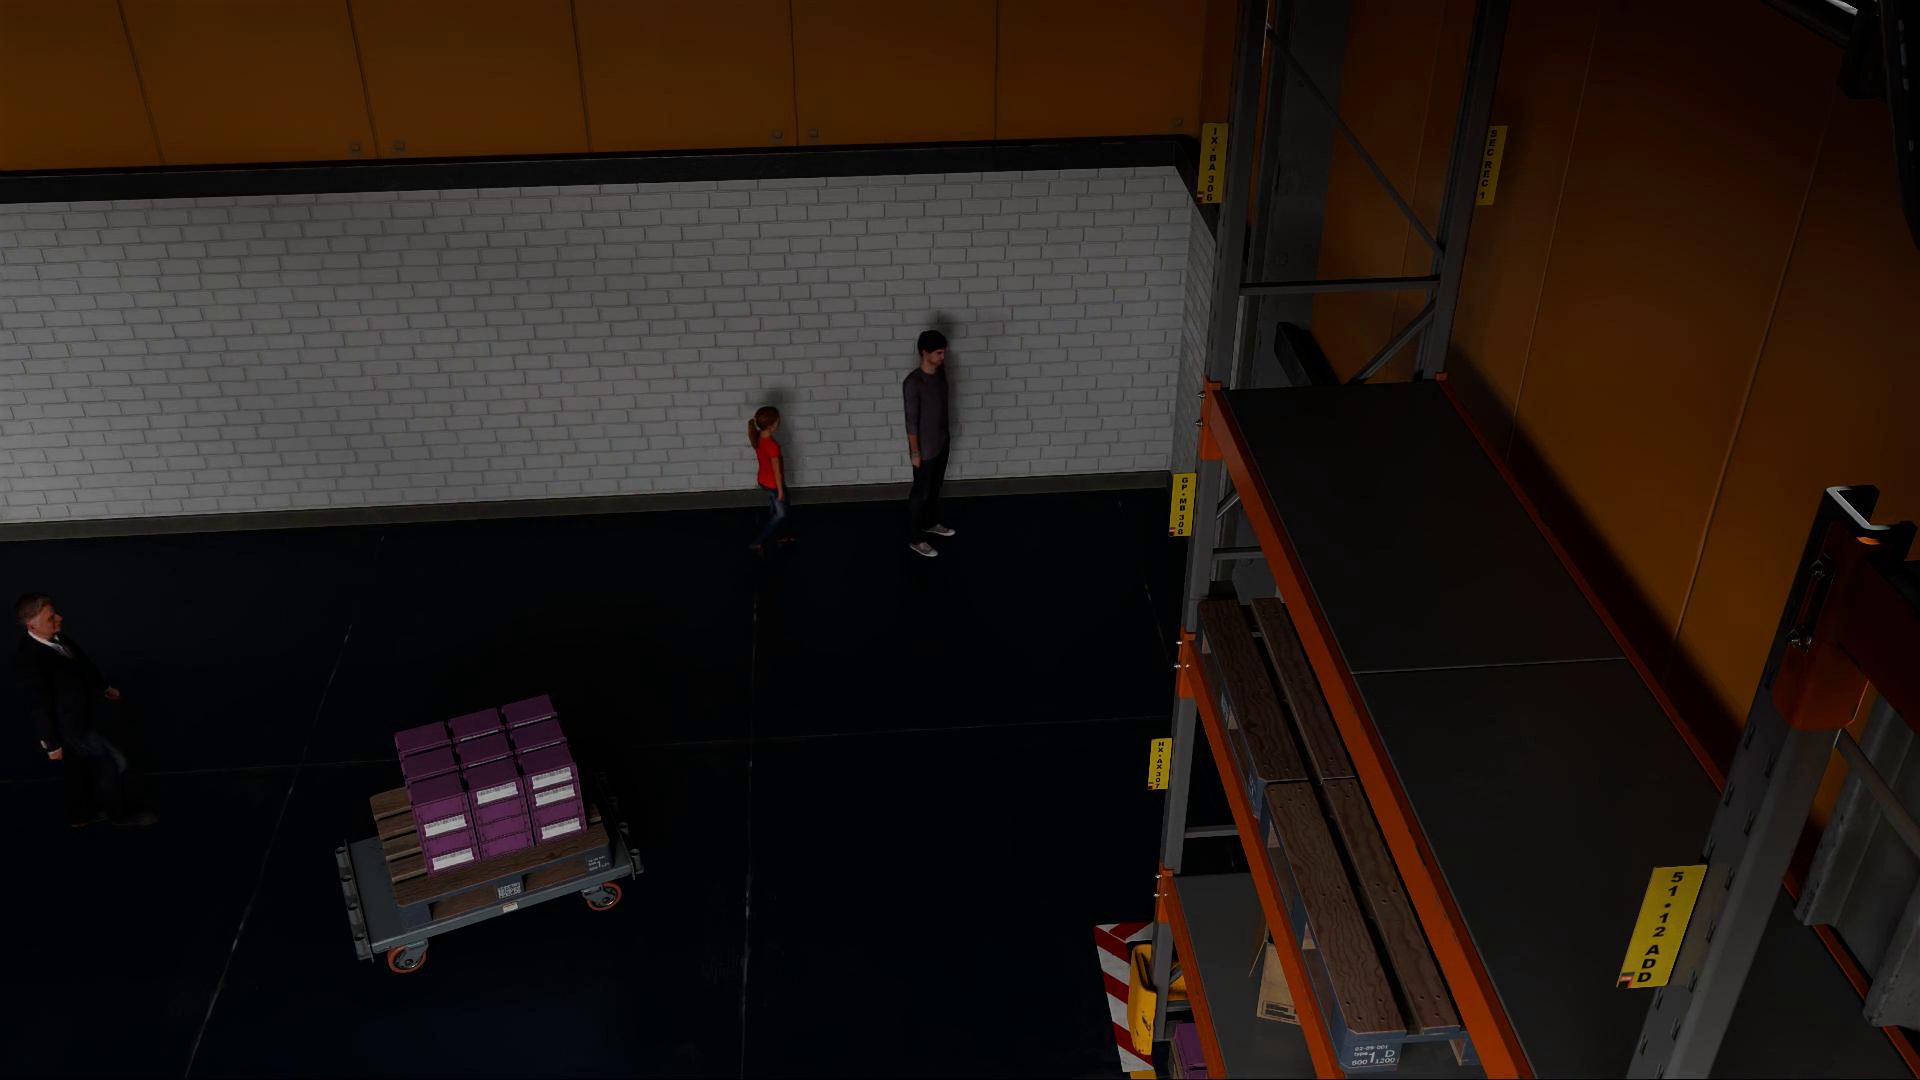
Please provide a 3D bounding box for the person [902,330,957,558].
[{"bbox_3d":[-0.251,-0.777,12.853,0.808,1.850,0.678,15,37,22],"label":"person"}]

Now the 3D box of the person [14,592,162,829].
[{"bbox_3d":[-5.521,1.076,10.117,0.878,1.792,0.805,-12,35,-18],"label":"person"}]

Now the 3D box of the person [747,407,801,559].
[{"bbox_3d":[-1.491,-0.431,12.828,0.736,1.302,0.744,-20,39,-27],"label":"person"}]
